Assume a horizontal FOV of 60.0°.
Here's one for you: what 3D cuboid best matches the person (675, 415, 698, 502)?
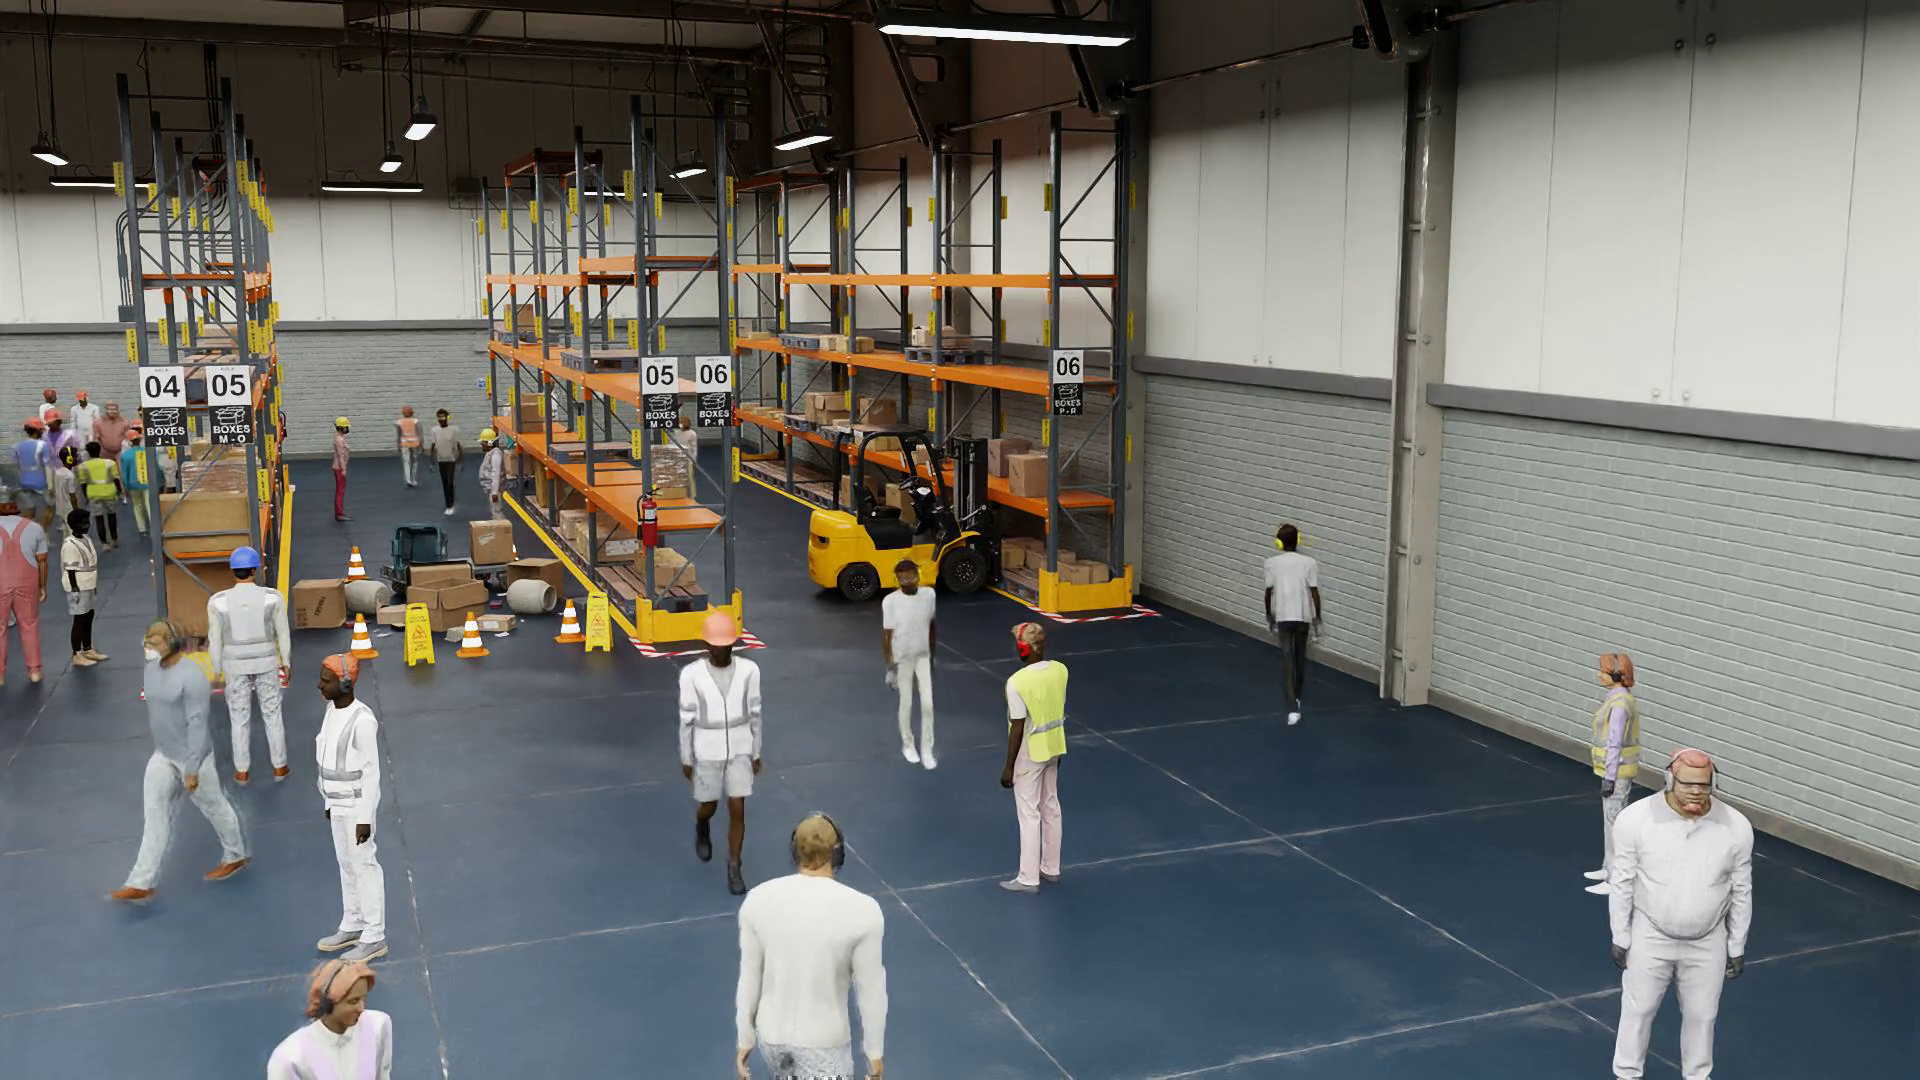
[{"bbox_3d":[-4.951,-1.445,30.018,0.507,1.631,0.266,5,10,30],"label":"person"}]

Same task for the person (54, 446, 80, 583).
[{"bbox_3d":[-11.914,-0.327,22.275,0.519,1.865,0.319,8,12,40],"label":"person"}]

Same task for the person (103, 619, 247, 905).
[{"bbox_3d":[-5.199,1.449,11.031,0.646,1.878,1.041,5,10,28],"label":"person"}]

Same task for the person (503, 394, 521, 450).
[{"bbox_3d":[-9.402,-2.335,35.207,0.320,1.769,0.530,7,12,39],"label":"person"}]

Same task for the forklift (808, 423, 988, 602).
[{"bbox_3d":[-0.830,-0.399,21.676,2.313,2.155,1.214,-4,10,-21],"label":"forklift"}]

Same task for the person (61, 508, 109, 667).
[{"bbox_3d":[-9.302,0.500,17.611,0.319,1.689,0.540,-1,9,-8],"label":"person"}]

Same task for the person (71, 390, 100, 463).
[{"bbox_3d":[-18.373,-2.282,34.960,0.574,1.739,0.349,-2,9,-12],"label":"person"}]

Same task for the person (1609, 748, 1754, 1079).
[{"bbox_3d":[3.468,1.921,8.026,0.641,1.899,0.395,2,9,12],"label":"person"}]

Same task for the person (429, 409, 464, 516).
[{"bbox_3d":[-8.874,-1.329,28.610,0.566,1.842,0.808,0,9,1],"label":"person"}]

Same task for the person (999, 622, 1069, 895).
[{"bbox_3d":[0.505,1.456,11.117,0.390,1.838,0.564,8,12,40],"label":"person"}]

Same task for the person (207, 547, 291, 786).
[{"bbox_3d":[-5.761,1.021,13.522,0.608,1.942,0.403,-4,10,-22],"label":"person"}]

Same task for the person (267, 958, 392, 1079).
[{"bbox_3d":[-2.467,2.334,6.349,0.632,1.604,0.569,8,12,41],"label":"person"}]

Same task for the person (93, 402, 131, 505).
[{"bbox_3d":[-15.388,-1.588,30.234,0.650,1.866,0.962,-4,10,-24],"label":"person"}]

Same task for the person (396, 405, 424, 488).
[{"bbox_3d":[-10.740,-1.825,32.490,0.517,1.605,0.737,-4,10,-21],"label":"person"}]

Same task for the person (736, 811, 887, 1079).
[{"bbox_3d":[-0.663,2.108,6.908,0.650,1.895,0.848,3,10,20],"label":"person"}]

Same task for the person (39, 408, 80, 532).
[{"bbox_3d":[-14.606,-1.162,27.064,0.646,2.011,0.753,0,9,-2],"label":"person"}]

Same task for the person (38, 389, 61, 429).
[{"bbox_3d":[-18.052,-2.053,33.058,0.573,1.885,0.356,6,11,35],"label":"person"}]

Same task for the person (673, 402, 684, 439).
[{"bbox_3d":[-5.883,-2.186,34.685,0.289,1.632,0.497,1,9,4],"label":"person"}]

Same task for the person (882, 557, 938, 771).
[{"bbox_3d":[-0.405,1.020,13.920,0.547,1.812,0.692,-3,10,-19],"label":"person"}]

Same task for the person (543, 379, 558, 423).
[{"bbox_3d":[-9.014,-2.602,36.509,0.356,1.887,0.572,4,10,24],"label":"person"}]

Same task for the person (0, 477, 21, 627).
[{"bbox_3d":[-11.108,0.160,19.172,0.602,1.884,1.009,-1,9,-7],"label":"person"}]

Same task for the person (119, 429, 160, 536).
[{"bbox_3d":[-12.929,-0.892,26.263,0.564,1.719,0.686,-6,11,-33],"label":"person"}]

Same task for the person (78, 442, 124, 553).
[{"bbox_3d":[-12.889,-0.653,24.992,0.582,1.641,0.822,-5,10,-27],"label":"person"}]

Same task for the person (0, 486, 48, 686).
[{"bbox_3d":[-9.623,0.445,16.844,0.686,2.000,0.535,-8,12,-40],"label":"person"}]

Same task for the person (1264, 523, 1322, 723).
[{"bbox_3d":[3.114,0.756,15.592,0.540,1.811,0.909,1,9,8],"label":"person"}]

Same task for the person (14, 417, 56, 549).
[{"bbox_3d":[-13.841,-0.829,24.921,0.645,2.015,0.541,2,9,10],"label":"person"}]

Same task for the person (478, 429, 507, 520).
[{"bbox_3d":[-7.087,-0.775,25.236,0.403,1.820,0.594,-4,10,-22],"label":"person"}]

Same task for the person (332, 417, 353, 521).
[{"bbox_3d":[-10.420,-1.199,28.093,0.349,1.759,0.522,-4,10,-24],"label":"person"}]

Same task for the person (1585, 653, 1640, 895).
[{"bbox_3d":[4.375,1.558,11.132,0.314,1.631,0.512,4,10,22],"label":"person"}]

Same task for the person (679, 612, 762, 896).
[{"bbox_3d":[-1.626,1.396,11.266,0.551,1.921,0.653,-3,10,-19],"label":"person"}]

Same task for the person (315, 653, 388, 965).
[{"bbox_3d":[-3.685,1.607,10.031,0.356,1.883,0.572,-8,12,-42],"label":"person"}]

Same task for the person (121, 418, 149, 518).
[{"bbox_3d":[-13.911,-1.212,28.250,0.565,1.733,0.710,-3,10,-21],"label":"person"}]
